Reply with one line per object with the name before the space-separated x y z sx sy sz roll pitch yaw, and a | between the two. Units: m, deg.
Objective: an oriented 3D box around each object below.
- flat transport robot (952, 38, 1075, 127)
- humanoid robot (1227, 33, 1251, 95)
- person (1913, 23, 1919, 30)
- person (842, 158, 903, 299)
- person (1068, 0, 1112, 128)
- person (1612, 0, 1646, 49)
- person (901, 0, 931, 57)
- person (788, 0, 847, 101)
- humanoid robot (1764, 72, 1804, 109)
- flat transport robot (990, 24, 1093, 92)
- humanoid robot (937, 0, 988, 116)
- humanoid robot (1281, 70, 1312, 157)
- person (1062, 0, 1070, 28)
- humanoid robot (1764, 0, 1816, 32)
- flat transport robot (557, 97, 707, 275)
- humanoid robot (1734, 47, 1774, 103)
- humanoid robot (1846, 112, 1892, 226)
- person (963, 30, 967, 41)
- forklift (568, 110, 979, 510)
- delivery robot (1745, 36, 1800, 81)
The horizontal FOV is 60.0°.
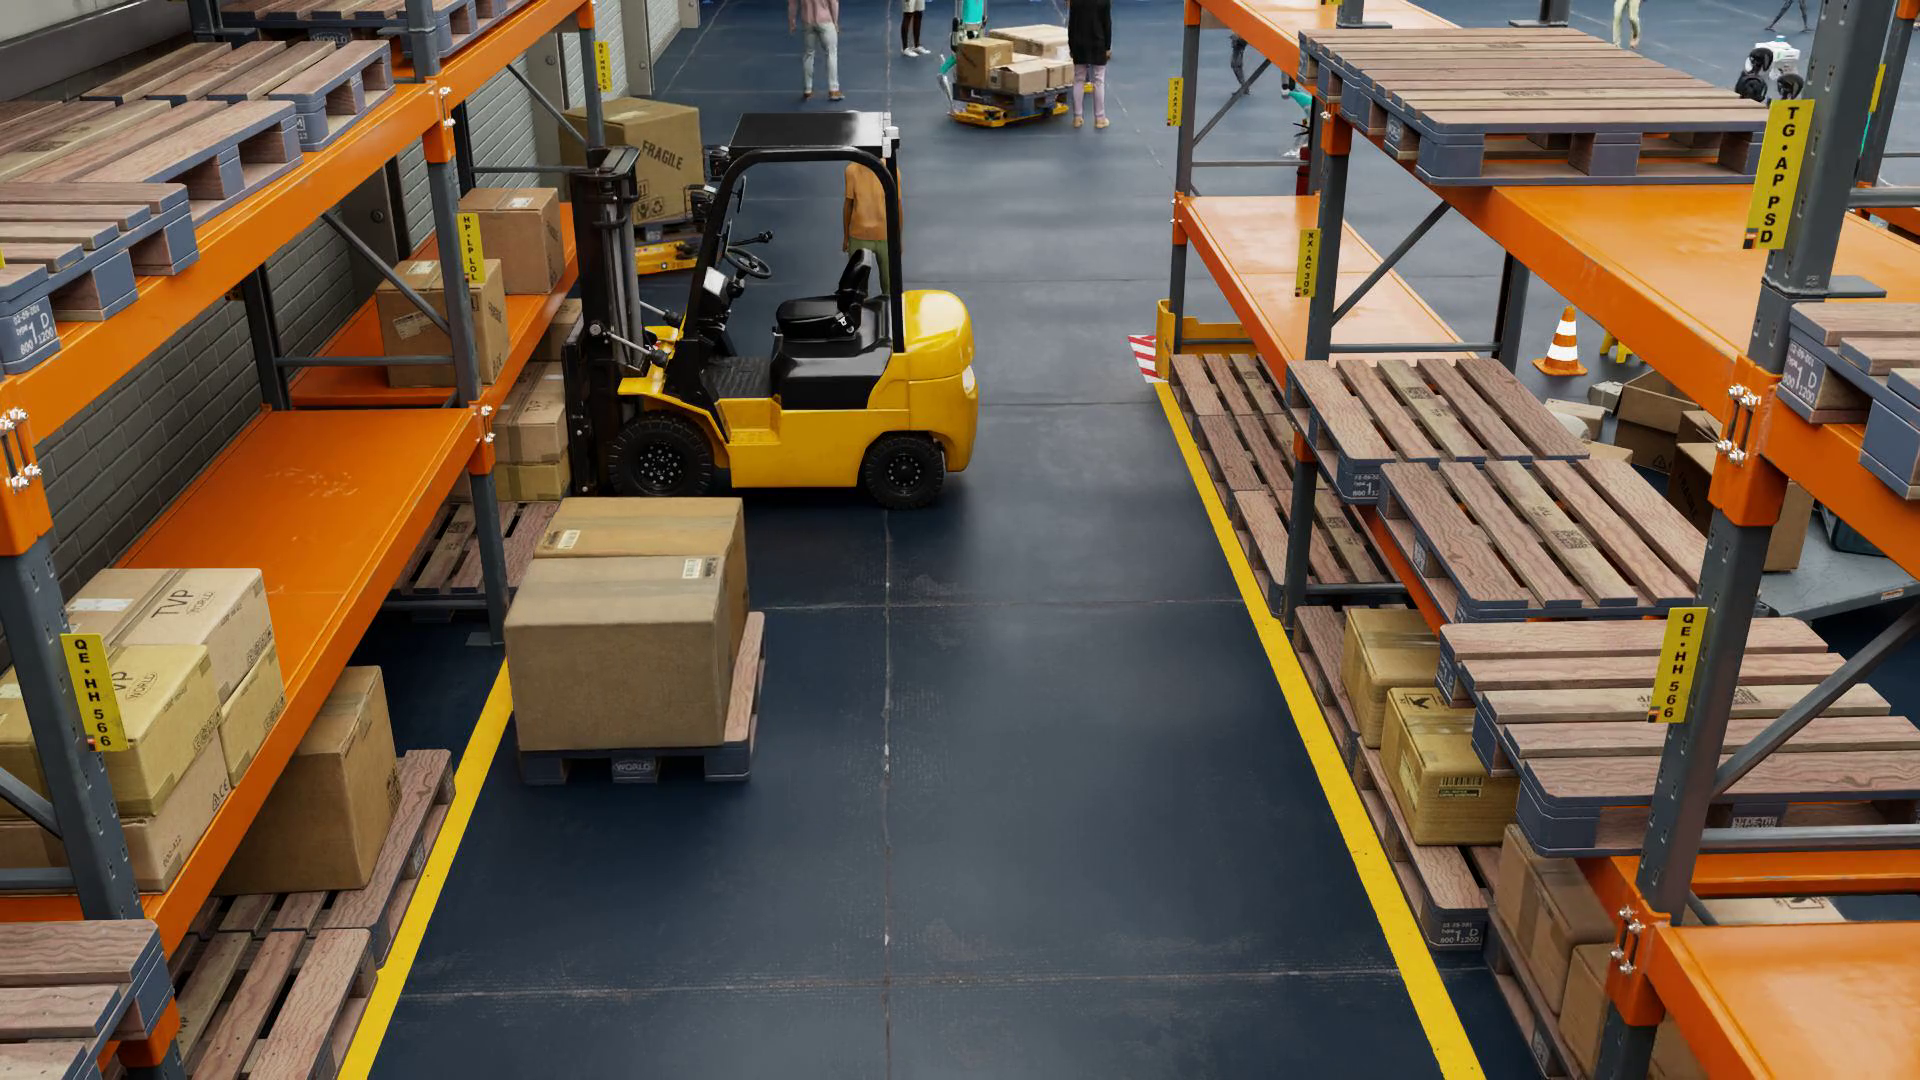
flat transport robot | 0.646 -5.350 20.633 0.659 0.231 1.431 22 33 39
humanoid robot | 3.705 -6.697 21.844 0.369 1.634 0.588 5 26 9
person | 15.650 -9.104 26.853 0.530 1.746 0.651 1 25 2
person | -0.646 -2.216 12.300 0.458 1.717 0.367 3 25 7
person | 1.546 -5.880 19.900 0.533 1.854 0.412 9 27 19
person | 10.012 -8.210 24.822 0.521 1.876 0.547 17 30 32
person | -0.695 -8.181 24.734 0.378 1.893 0.571 17 30 32
person | -1.839 -6.615 21.388 0.812 1.914 0.546 6 26 13
humanoid robot | 7.050 -3.293 14.658 0.591 1.648 0.589 10 27 21
flat transport robot | 1.086 -6.036 22.085 1.431 0.231 0.659 -16 30 -30
humanoid robot | -0.017 -6.173 20.597 0.531 1.750 0.705 -22 33 -39
humanoid robot | 3.768 -5.041 18.254 0.838 1.755 0.555 5 26 11
person | 1.740 -7.925 24.303 1.004 1.792 0.577 -5 26 -10
humanoid robot | 13.552 -9.011 26.788 0.787 1.621 0.587 13 28 25
flat transport robot | -2.886 -2.669 14.957 0.659 0.231 1.431 -12 28 -24
humanoid robot | 7.379 -3.878 15.895 0.448 1.636 0.599 12 28 24
humanoid robot | 7.619 -2.910 13.762 0.941 1.745 0.565 3 25 7
person | 0.093 -8.086 24.701 0.346 1.743 0.561 -4 26 -9
forklift | -1.043 -1.379 9.976 2.313 2.155 1.214 -1 25 -2
delivery robot | 11.375 -6.730 23.200 0.499 0.577 0.748 -1 25 -3
